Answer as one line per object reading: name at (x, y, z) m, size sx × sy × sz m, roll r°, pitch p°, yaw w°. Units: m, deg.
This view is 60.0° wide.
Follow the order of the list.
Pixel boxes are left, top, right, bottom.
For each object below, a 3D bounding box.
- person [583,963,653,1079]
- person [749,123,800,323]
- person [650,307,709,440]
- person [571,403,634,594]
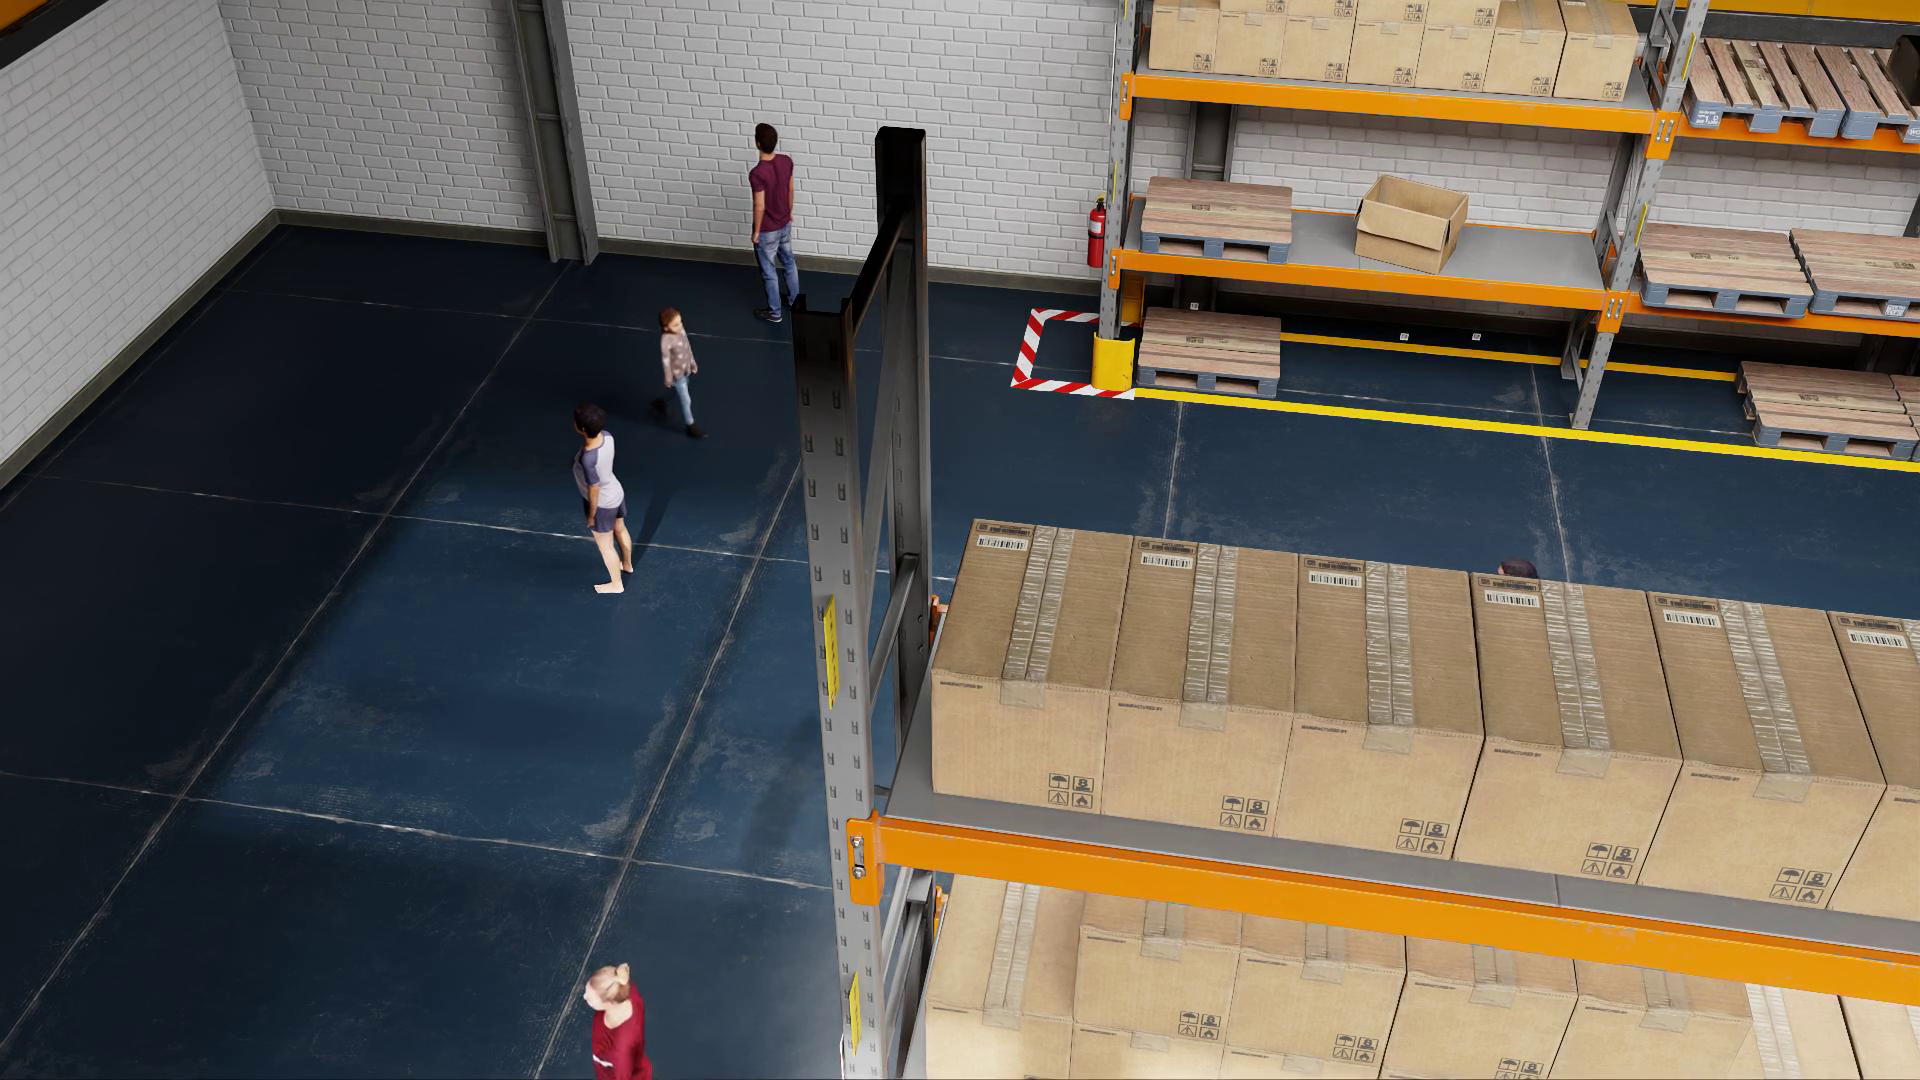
person at (-1.547, 2.621, 8.100) m, size 1.006 × 1.678 × 0.790 m, roll -5°, pitch 39°, yaw -6°
person at (-1.662, -2.826, 14.780) m, size 0.728 × 1.855 × 0.742 m, roll 26°, pitch 45°, yaw 28°
person at (-2.330, -1.390, 13.520) m, size 0.809 × 1.182 × 0.567 m, roll 14°, pitch 41°, yaw 17°
person at (-2.553, -0.310, 11.861) m, size 0.510 × 1.565 × 0.564 m, roll 7°, pitch 39°, yaw 9°
